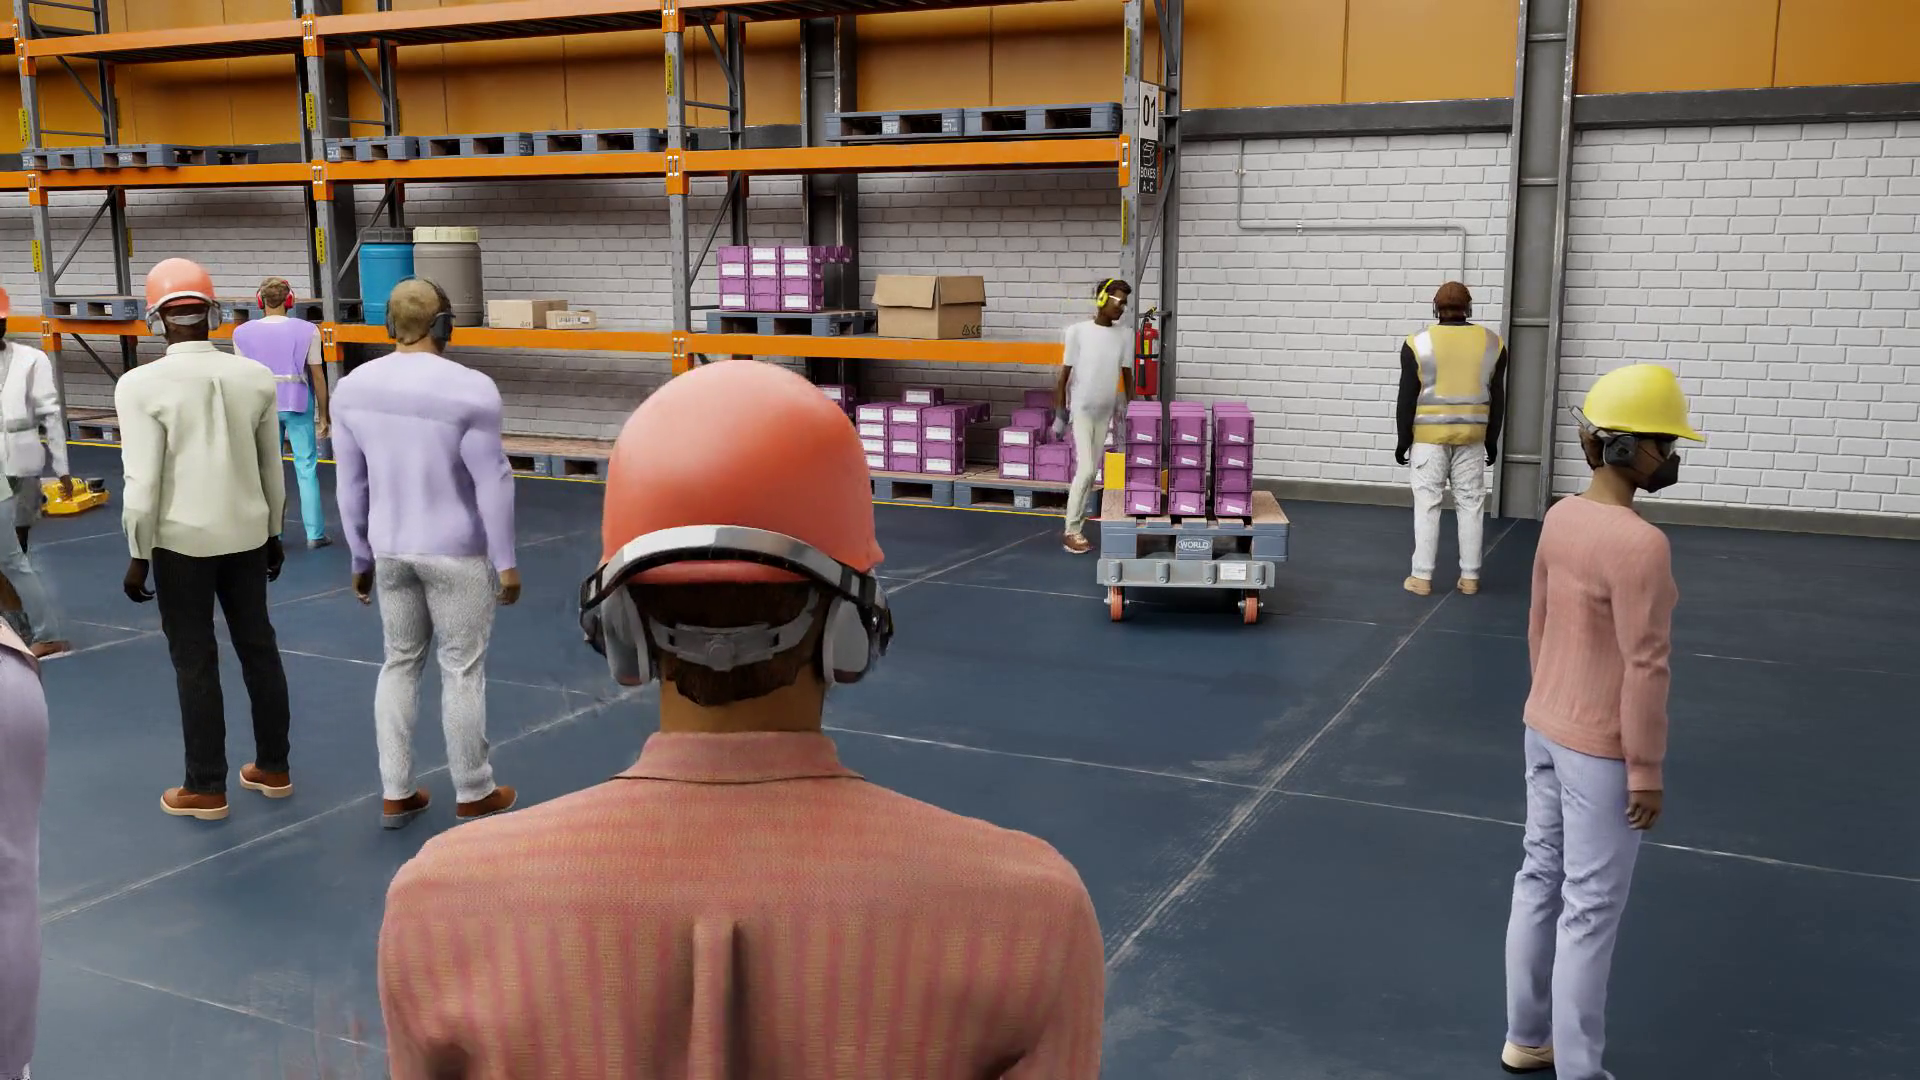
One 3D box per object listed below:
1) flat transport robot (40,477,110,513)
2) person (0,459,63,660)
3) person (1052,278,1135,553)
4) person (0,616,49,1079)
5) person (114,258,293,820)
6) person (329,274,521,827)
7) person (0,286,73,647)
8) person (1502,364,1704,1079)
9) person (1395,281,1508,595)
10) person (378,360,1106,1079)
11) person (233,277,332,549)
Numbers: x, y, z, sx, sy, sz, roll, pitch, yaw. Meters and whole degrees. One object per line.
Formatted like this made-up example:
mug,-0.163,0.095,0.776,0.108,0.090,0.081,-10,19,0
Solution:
flat transport robot,-7.438,-0.341,12.827,1.431,0.197,0.652,-1,10,-8
person,-4.828,-0.158,8.006,0.845,1.588,0.516,-7,12,-33
person,0.903,-0.825,11.138,0.557,1.830,0.554,-5,11,-27
person,-1.548,0.711,2.351,0.632,1.837,0.430,4,11,21
person,-2.708,-0.003,5.965,0.391,1.990,0.623,6,12,32
person,-1.845,0.052,5.806,0.630,1.940,0.384,2,10,13
person,-4.941,-0.394,8.581,0.561,1.888,1.008,-9,13,-41
person,1.499,0.474,3.893,0.329,1.765,0.526,-1,10,-5
person,2.862,-0.592,9.776,0.627,1.840,0.429,0,10,0
person,-0.183,0.832,1.380,0.615,1.939,1.032,0,10,0
person,-4.545,-0.836,11.175,0.563,1.839,0.389,-2,10,-12
